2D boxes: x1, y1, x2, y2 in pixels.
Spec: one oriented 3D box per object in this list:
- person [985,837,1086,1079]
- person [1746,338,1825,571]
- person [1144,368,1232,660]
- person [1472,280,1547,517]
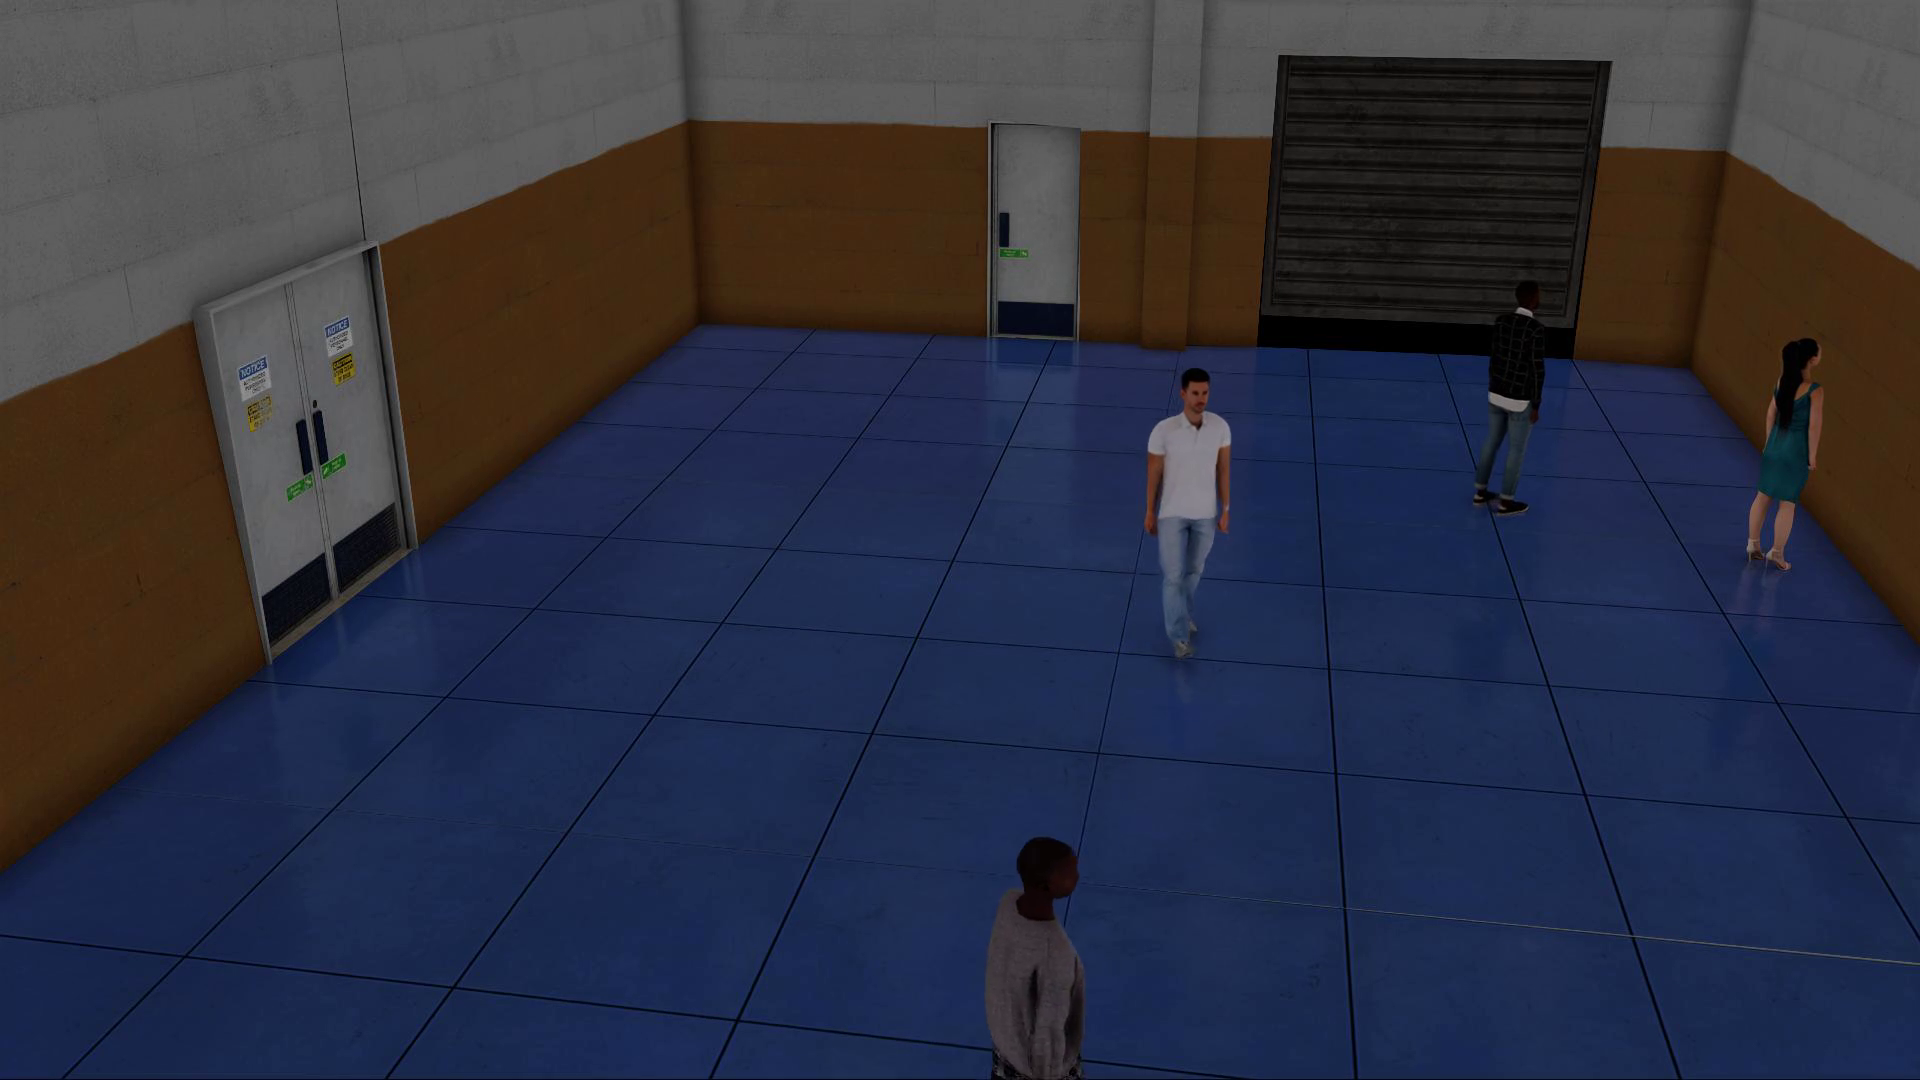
[{"bbox_3d":[0.168,1.794,5.749,1.185,1.743,1.067,-12,25,-28],"label":"person"},{"bbox_3d":[5.876,-0.615,11.822,0.654,1.686,0.627,-10,24,-24],"label":"person"},{"bbox_3d":[1.440,-0.203,10.611,1.104,1.824,0.984,-4,22,-10],"label":"person"},{"bbox_3d":[4.255,-1.110,12.880,0.774,1.816,0.728,-13,25,-29],"label":"person"}]
